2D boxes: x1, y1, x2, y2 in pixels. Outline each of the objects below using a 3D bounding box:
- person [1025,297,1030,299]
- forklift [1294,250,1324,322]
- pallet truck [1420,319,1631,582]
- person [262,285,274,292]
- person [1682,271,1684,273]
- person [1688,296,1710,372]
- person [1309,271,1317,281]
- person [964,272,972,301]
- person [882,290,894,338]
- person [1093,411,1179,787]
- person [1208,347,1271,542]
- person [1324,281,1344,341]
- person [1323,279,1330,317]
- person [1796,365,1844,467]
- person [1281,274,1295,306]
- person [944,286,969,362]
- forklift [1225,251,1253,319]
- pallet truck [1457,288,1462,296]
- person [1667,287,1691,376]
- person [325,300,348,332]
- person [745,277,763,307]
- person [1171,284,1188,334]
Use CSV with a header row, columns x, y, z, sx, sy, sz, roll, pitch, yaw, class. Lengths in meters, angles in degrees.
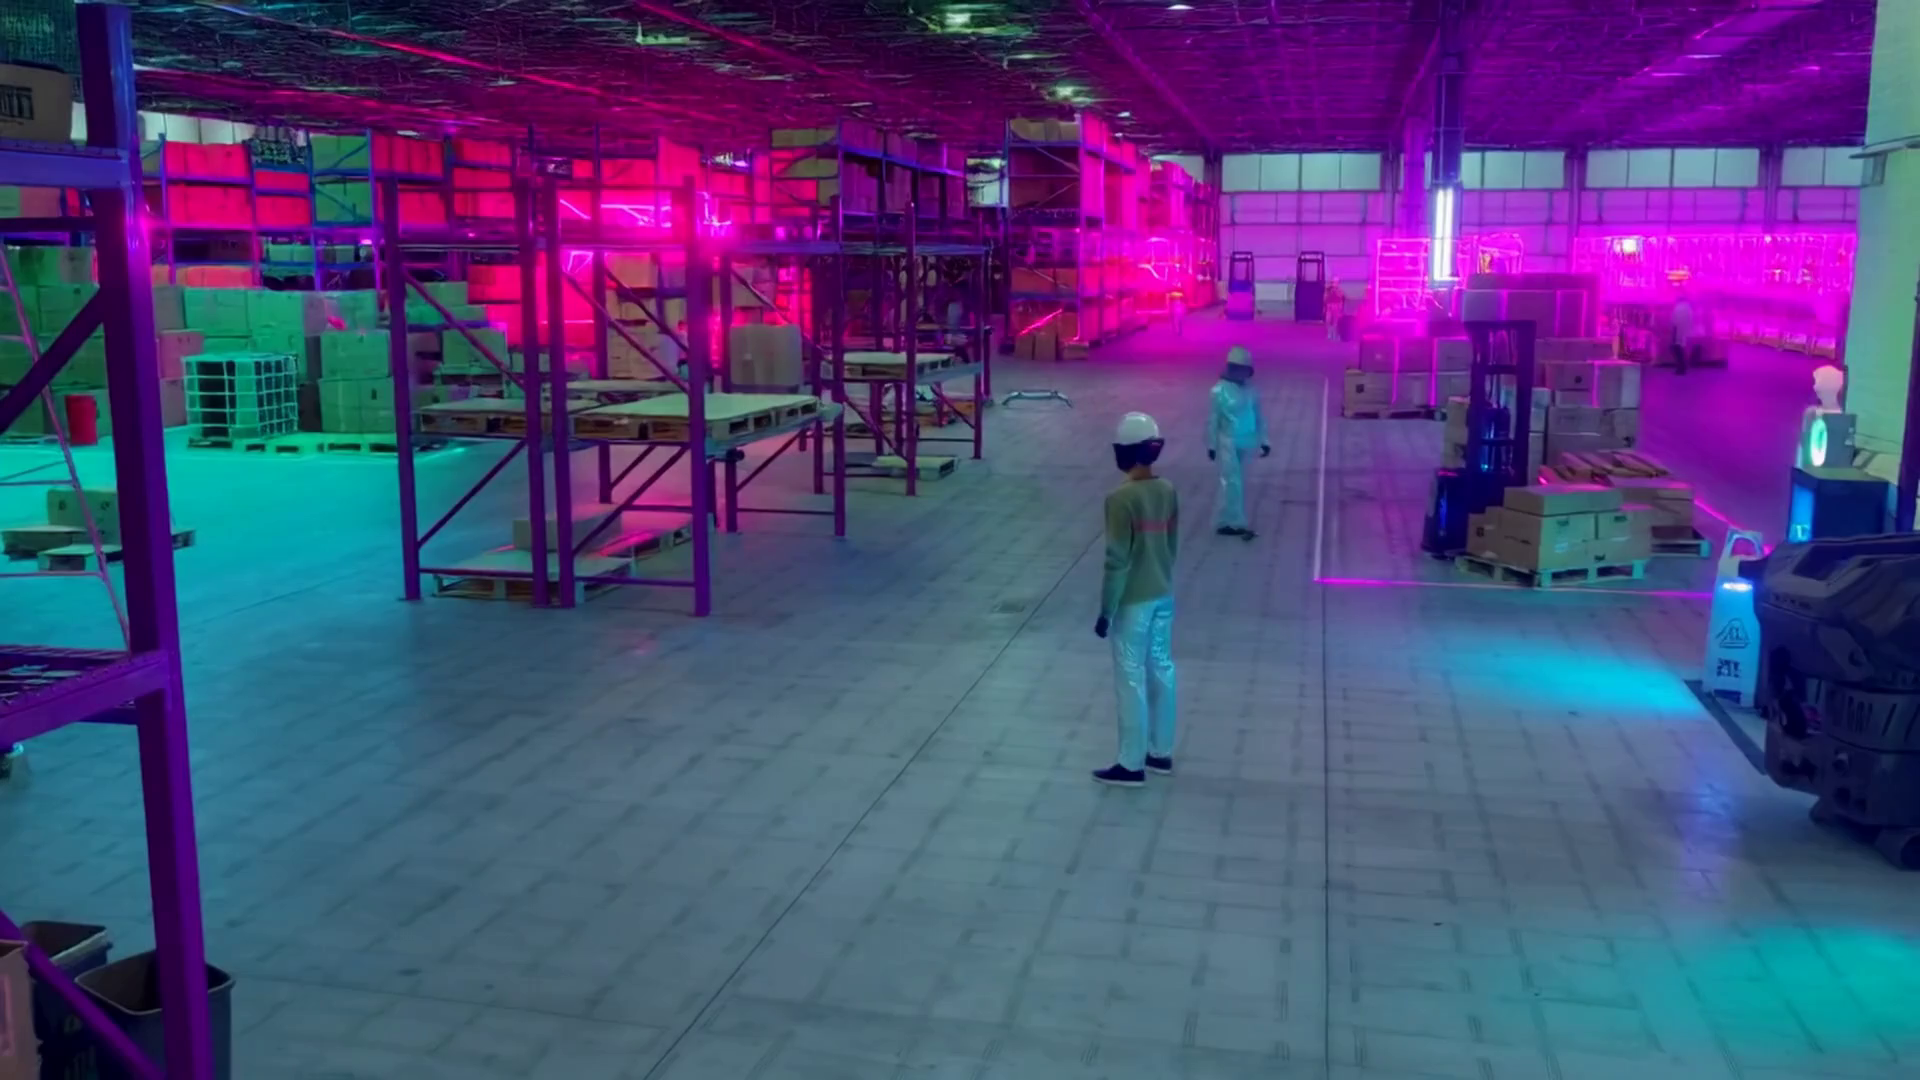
x,y,z,sx,sy,sz,roll,pitch,yaw,class
2.518,-8.265,57.931,0.629,1.940,0.379,-8,13,-40,person
13.778,-10.002,65.433,1.129,2.768,1.873,2,10,12,forklift
4.543,-0.757,13.299,0.823,1.965,1.885,-4,10,-22,pallet truck
-14.184,-4.256,34.193,0.356,1.936,0.551,1,10,3,person
35.584,-12.323,81.796,0.381,1.994,0.620,8,12,39,person
16.281,-4.529,36.611,0.650,1.653,0.634,-1,10,-9,person
17.617,-12.463,82.905,0.612,1.901,0.969,-3,10,-16,person
0.452,-11.473,76.931,0.551,1.934,0.373,1,10,7,person
-1.878,-5.755,43.828,0.541,1.678,0.479,2,10,13,person
0.825,0.278,7.874,0.335,1.764,0.538,9,13,41,person
2.479,-0.827,14.597,0.493,1.703,0.877,-5,11,-27,person
11.397,-6.986,50.758,0.593,1.807,0.757,2,10,14,person
15.539,-10.289,70.848,0.503,1.625,0.284,-3,10,-16,person
6.530,-0.477,12.551,0.374,1.680,0.562,-3,10,-19,person
17.629,-13.360,88.836,0.917,1.688,0.501,9,13,41,person
-0.205,-4.575,36.145,1.014,1.908,0.633,-1,10,-7,person
11.603,-10.593,68.932,1.129,2.768,1.873,2,10,12,forklift
20.506,-9.785,68.819,0.653,1.274,1.630,2,10,12,pallet truck
15.352,-4.446,35.473,0.485,1.887,0.595,0,10,-2,person
-9.698,-2.801,25.854,0.325,1.843,0.517,3,10,18,person
-6.528,-7.314,52.395,0.639,1.909,0.409,6,11,30,person
7.341,-7.741,55.644,0.550,1.655,0.831,1,10,7,person
